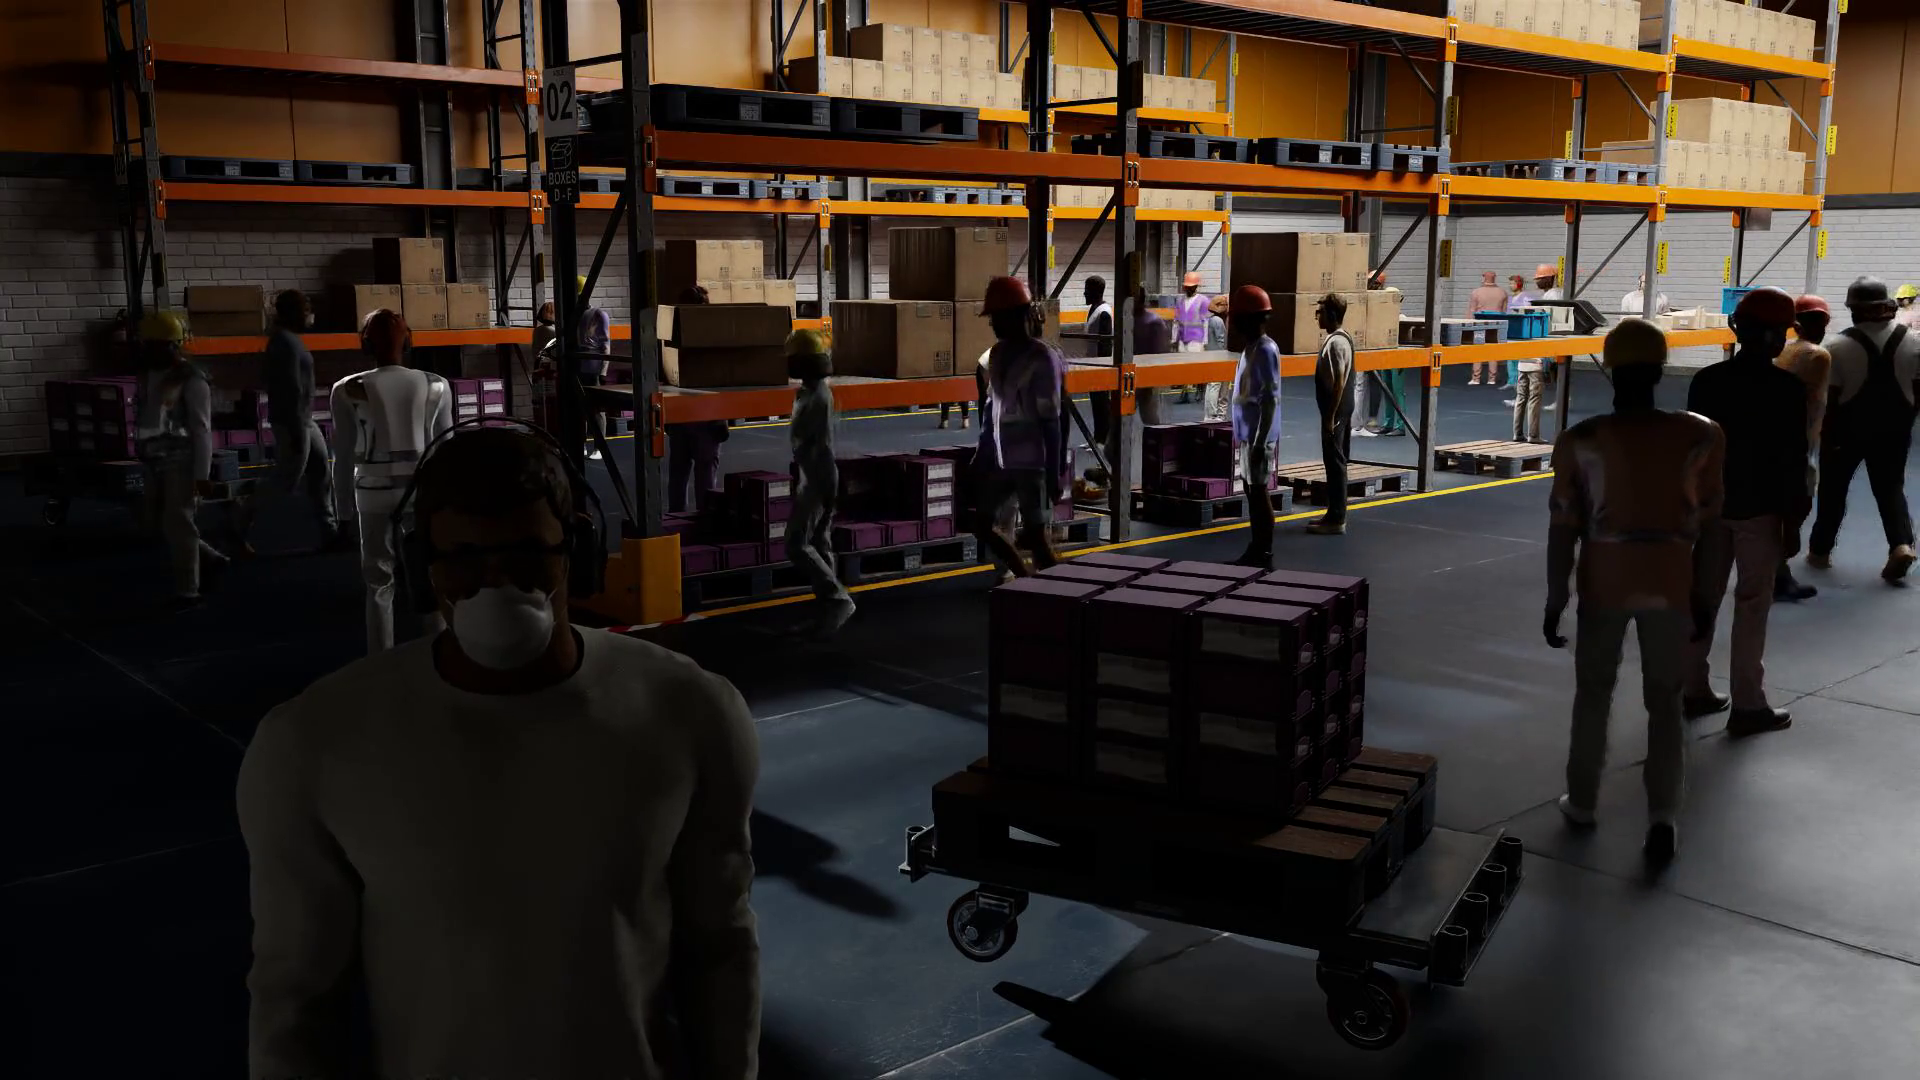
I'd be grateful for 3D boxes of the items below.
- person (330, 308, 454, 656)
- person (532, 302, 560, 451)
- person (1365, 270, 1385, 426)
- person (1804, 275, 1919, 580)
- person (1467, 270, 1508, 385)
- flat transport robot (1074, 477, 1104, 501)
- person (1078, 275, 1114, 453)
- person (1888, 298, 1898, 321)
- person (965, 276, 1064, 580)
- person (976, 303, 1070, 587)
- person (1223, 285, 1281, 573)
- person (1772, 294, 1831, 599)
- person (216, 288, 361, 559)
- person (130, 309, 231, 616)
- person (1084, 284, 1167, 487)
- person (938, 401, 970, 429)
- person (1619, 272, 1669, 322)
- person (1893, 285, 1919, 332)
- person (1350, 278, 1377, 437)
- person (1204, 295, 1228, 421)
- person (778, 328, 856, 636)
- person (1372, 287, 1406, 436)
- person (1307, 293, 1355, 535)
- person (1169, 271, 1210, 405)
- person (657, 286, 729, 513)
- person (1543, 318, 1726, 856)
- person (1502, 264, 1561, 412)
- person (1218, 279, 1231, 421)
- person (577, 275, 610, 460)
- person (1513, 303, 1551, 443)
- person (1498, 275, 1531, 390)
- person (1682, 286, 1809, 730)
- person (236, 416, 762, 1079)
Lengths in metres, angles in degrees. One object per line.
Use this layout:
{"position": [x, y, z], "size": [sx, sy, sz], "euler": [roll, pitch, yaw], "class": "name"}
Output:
{"position": [-2.707, -0.167, 8.000], "size": [0.578, 1.879, 0.348], "euler": [-6, 11, -32], "class": "person"}
{"position": [-4.496, -1.785, 18.215], "size": [0.495, 1.626, 0.285], "euler": [8, 13, 40], "class": "person"}
{"position": [5.182, -2.421, 20.981], "size": [0.640, 1.939, 0.858], "euler": [1, 10, 5], "class": "person"}
{"position": [6.027, -0.771, 11.052], "size": [0.685, 2.000, 0.821], "euler": [2, 10, 10], "class": "person"}
{"position": [8.648, -3.484, 27.379], "size": [0.653, 1.893, 0.395], "euler": [-1, 10, -5], "class": "person"}
{"position": [0.494, -0.410, 14.114], "size": [1.431, 0.197, 0.652], "euler": [-9, 13, -41], "class": "flat transport robot"}
{"position": [1.517, -1.908, 18.072], "size": [0.370, 1.916, 0.597], "euler": [-2, 10, -10], "class": "person"}
{"position": [9.772, -1.719, 17.663], "size": [0.536, 1.686, 0.366], "euler": [4, 11, 24], "class": "person"}
{"position": [0.335, -0.434, 9.142], "size": [0.494, 2.011, 0.626], "euler": [-5, 11, -29], "class": "person"}
{"position": [0.418, -0.574, 10.484], "size": [0.625, 1.844, 0.429], "euler": [6, 11, 30], "class": "person"}
{"position": [1.910, -0.699, 10.943], "size": [0.378, 1.932, 0.551], "euler": [0, 10, 0], "class": "person"}
{"position": [5.256, -0.590, 10.447], "size": [0.494, 1.886, 0.679], "euler": [0, 10, -1], "class": "person"}
{"position": [-4.763, -0.811, 11.703], "size": [0.925, 1.912, 0.640], "euler": [-4, 10, -20], "class": "person"}
{"position": [-4.649, -0.466, 9.921], "size": [0.604, 1.816, 0.495], "euler": [7, 12, 34], "class": "person"}
{"position": [1.582, -1.419, 15.330], "size": [0.635, 1.873, 1.014], "euler": [9, 13, 42], "class": "person"}
{"position": [-0.086, -2.207, 20.463], "size": [0.540, 1.695, 0.317], "euler": [-2, 10, -10], "class": "person"}
{"position": [9.576, -2.800, 23.325], "size": [0.643, 1.908, 0.408], "euler": [3, 10, 15], "class": "person"}
{"position": [12.186, -2.426, 21.618], "size": [0.681, 1.747, 0.541], "euler": [1, 10, 5], "class": "person"}
{"position": [4.736, -2.145, 19.600], "size": [0.329, 1.872, 0.507], "euler": [-1, 10, -6], "class": "person"}
{"position": [3.264, -2.284, 21.101], "size": [0.269, 1.632, 0.509], "euler": [-1, 10, -5], "class": "person"}
{"position": [-0.838, -0.306, 9.248], "size": [0.368, 1.734, 0.497], "euler": [-2, 10, -10], "class": "person"}
{"position": [5.108, -2.106, 19.704], "size": [0.340, 1.760, 0.526], "euler": [-3, 10, -15], "class": "person"}
{"position": [2.851, -0.961, 12.739], "size": [0.325, 1.843, 0.517], "euler": [3, 10, 16], "class": "person"}
{"position": [3.275, -2.875, 23.739], "size": [0.586, 1.913, 0.489], "euler": [8, 13, 40], "class": "person"}
{"position": [-1.938, -0.911, 12.269], "size": [0.652, 1.906, 0.402], "euler": [7, 12, 35], "class": "person"}
{"position": [2.409, 0.170, 5.980], "size": [0.610, 1.934, 0.627], "euler": [2, 10, 12], "class": "person"}
{"position": [7.892, -2.745, 22.726], "size": [0.956, 1.999, 0.624], "euler": [3, 10, 17], "class": "person"}
{"position": [3.511, -2.465, 21.109], "size": [0.614, 1.994, 0.381], "euler": [1, 10, 6], "class": "person"}
{"position": [-3.927, -1.797, 17.400], "size": [0.586, 1.924, 0.370], "euler": [5, 11, 25], "class": "person"}
{"position": [6.526, -1.914, 18.948], "size": [0.313, 1.633, 0.516], "euler": [-4, 10, -21], "class": "person"}
{"position": [8.827, -3.262, 26.258], "size": [0.480, 1.826, 0.588], "euler": [-1, 10, -8], "class": "person"}
{"position": [3.557, -0.146, 7.534], "size": [0.400, 1.989, 0.623], "euler": [-4, 11, -24], "class": "person"}
{"position": [-0.547, 0.807, 2.113], "size": [0.631, 1.938, 0.362], "euler": [-4, 10, -20], "class": "person"}
